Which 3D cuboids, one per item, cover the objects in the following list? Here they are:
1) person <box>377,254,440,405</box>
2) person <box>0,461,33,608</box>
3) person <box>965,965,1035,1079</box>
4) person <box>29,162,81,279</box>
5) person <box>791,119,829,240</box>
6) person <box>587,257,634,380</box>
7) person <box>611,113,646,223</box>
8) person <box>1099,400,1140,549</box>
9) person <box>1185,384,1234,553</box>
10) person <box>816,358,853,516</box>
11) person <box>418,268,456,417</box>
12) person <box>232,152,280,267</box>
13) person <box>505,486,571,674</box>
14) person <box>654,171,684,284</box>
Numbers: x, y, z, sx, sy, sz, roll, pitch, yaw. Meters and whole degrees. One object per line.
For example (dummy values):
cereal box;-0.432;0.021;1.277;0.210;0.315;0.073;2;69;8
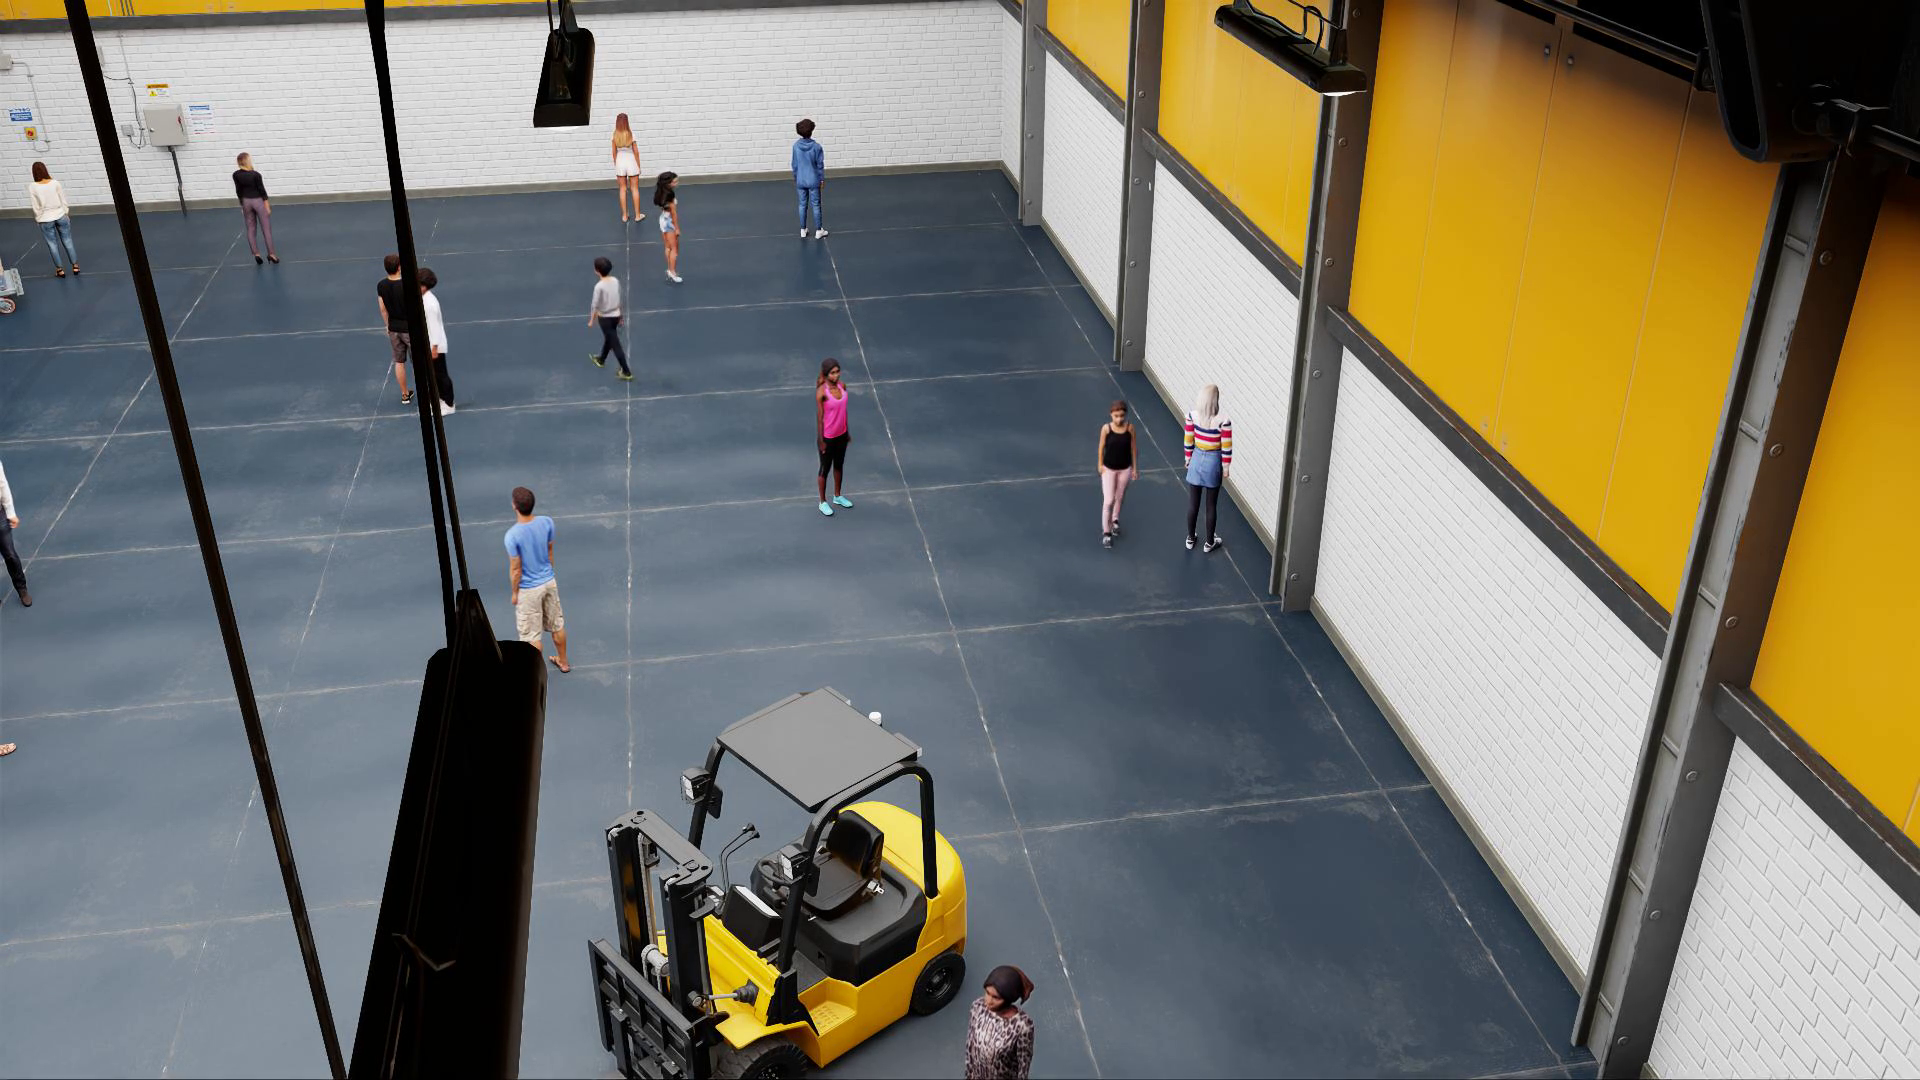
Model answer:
person;-6.643;-2.520;19.851;0.739;1.862;0.697;4;29;7
person;-9.152;-0.213;15.614;0.724;1.871;0.666;-15;32;-26
person;0.228;3.146;9.620;0.681;1.714;0.742;19;34;31
person;-13.013;-4.606;23.863;0.693;1.683;0.688;-20;34;-32
person;-2.316;-5.522;25.409;0.752;1.811;0.735;8;30;15
person;-4.277;-2.711;20.561;1.021;1.517;0.991;16;32;27
person;-5.248;-5.868;26.164;0.615;1.696;0.605;1;29;2
person;1.592;-0.752;16.945;0.543;1.541;0.836;-4;29;-7
person;2.459;-0.735;16.635;0.722;1.809;0.745;14;32;24
person;-1.332;-1.109;17.410;0.660;1.722;0.694;-24;36;-36
person;-6.199;-2.344;19.584;0.743;1.809;0.594;-13;31;-23
person;-10.306;-4.836;24.297;0.641;1.671;0.595;1;29;2
person;-3.698;0.390;14.514;0.776;1.864;0.734;22;35;34
person;-4.134;-4.468;23.681;0.730;1.614;0.614;-18;33;-29
